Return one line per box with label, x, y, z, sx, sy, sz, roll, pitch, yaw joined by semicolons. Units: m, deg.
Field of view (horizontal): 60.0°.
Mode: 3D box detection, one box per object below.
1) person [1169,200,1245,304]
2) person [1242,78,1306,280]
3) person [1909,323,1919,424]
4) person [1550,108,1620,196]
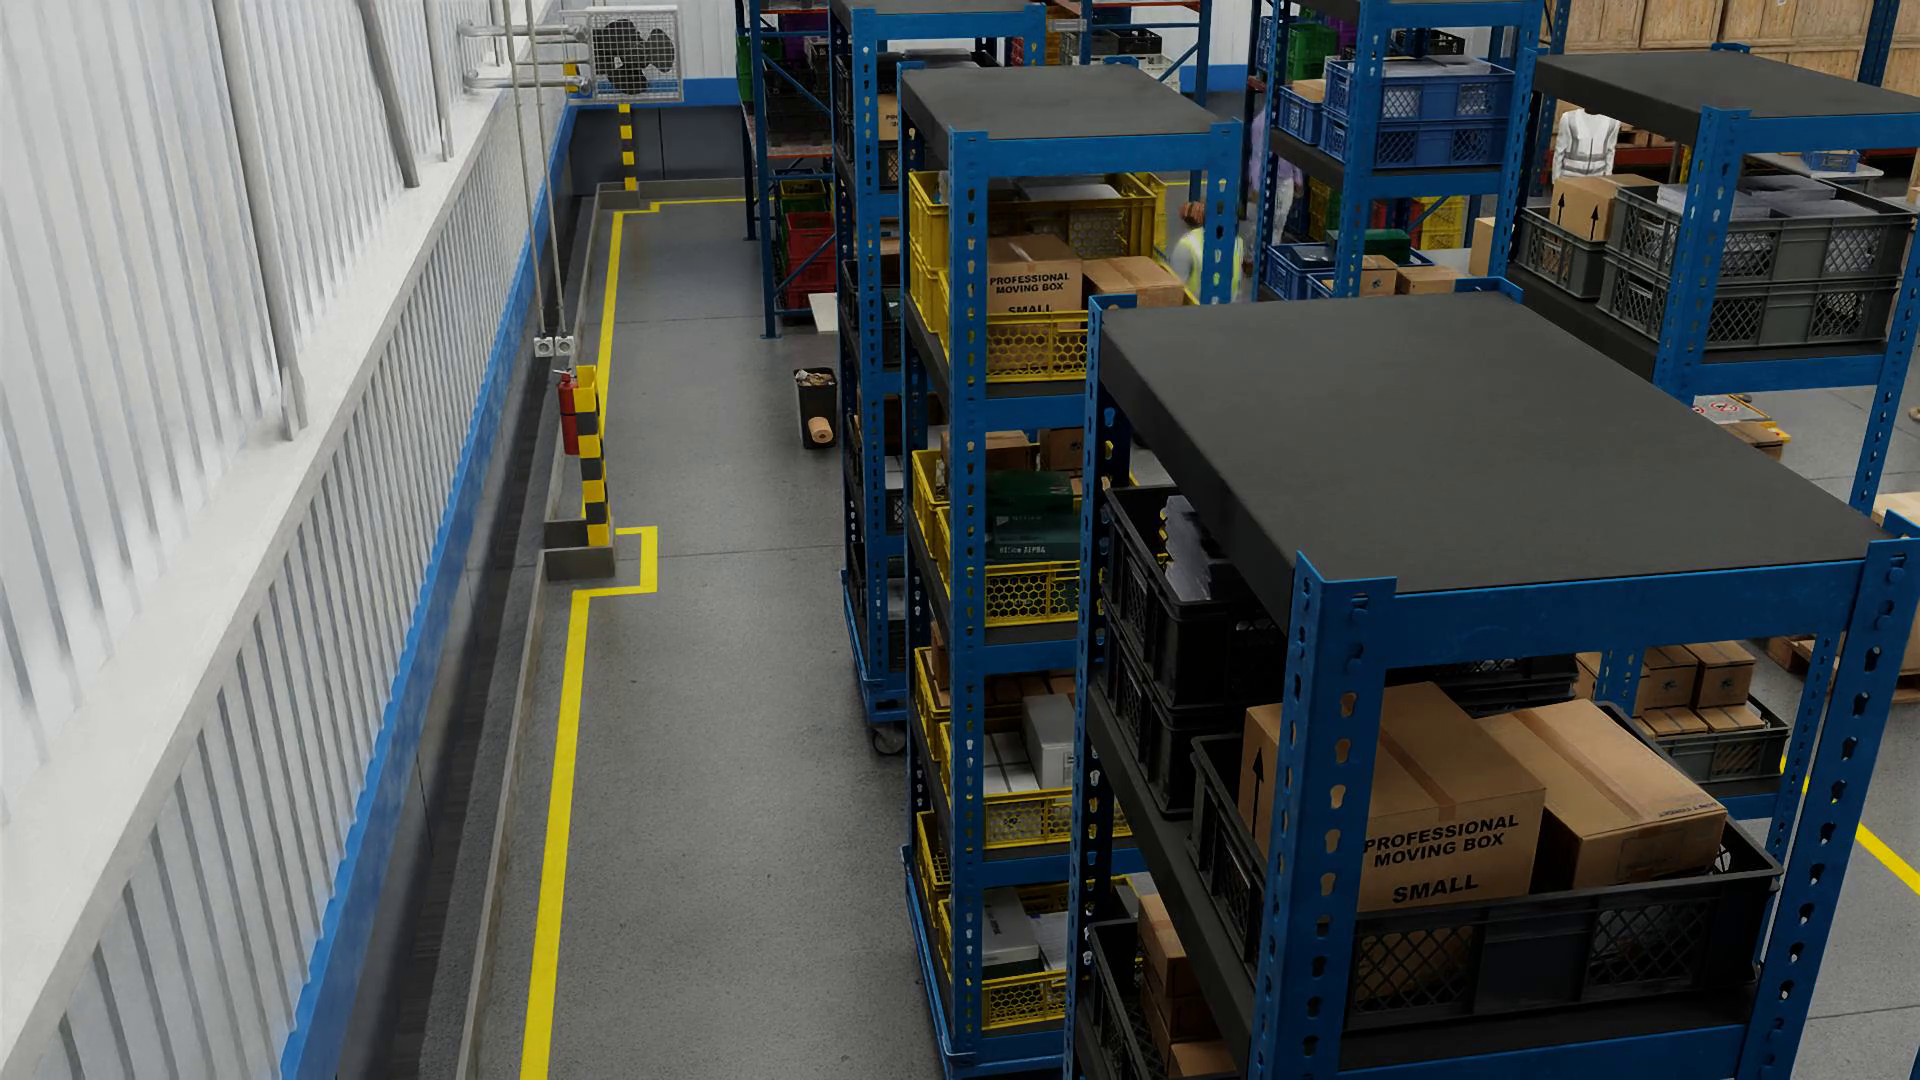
person;1.707;-1.551;11.821;0.663;1.809;0.527;-16;29;-31
person;2.949;-3.367;15.644;0.664;1.910;0.449;-19;31;-35
person;7.247;-1.642;12.136;0.555;1.688;0.351;3;25;6
person;5.889;-3.413;15.771;0.573;1.883;0.356;0;25;1
